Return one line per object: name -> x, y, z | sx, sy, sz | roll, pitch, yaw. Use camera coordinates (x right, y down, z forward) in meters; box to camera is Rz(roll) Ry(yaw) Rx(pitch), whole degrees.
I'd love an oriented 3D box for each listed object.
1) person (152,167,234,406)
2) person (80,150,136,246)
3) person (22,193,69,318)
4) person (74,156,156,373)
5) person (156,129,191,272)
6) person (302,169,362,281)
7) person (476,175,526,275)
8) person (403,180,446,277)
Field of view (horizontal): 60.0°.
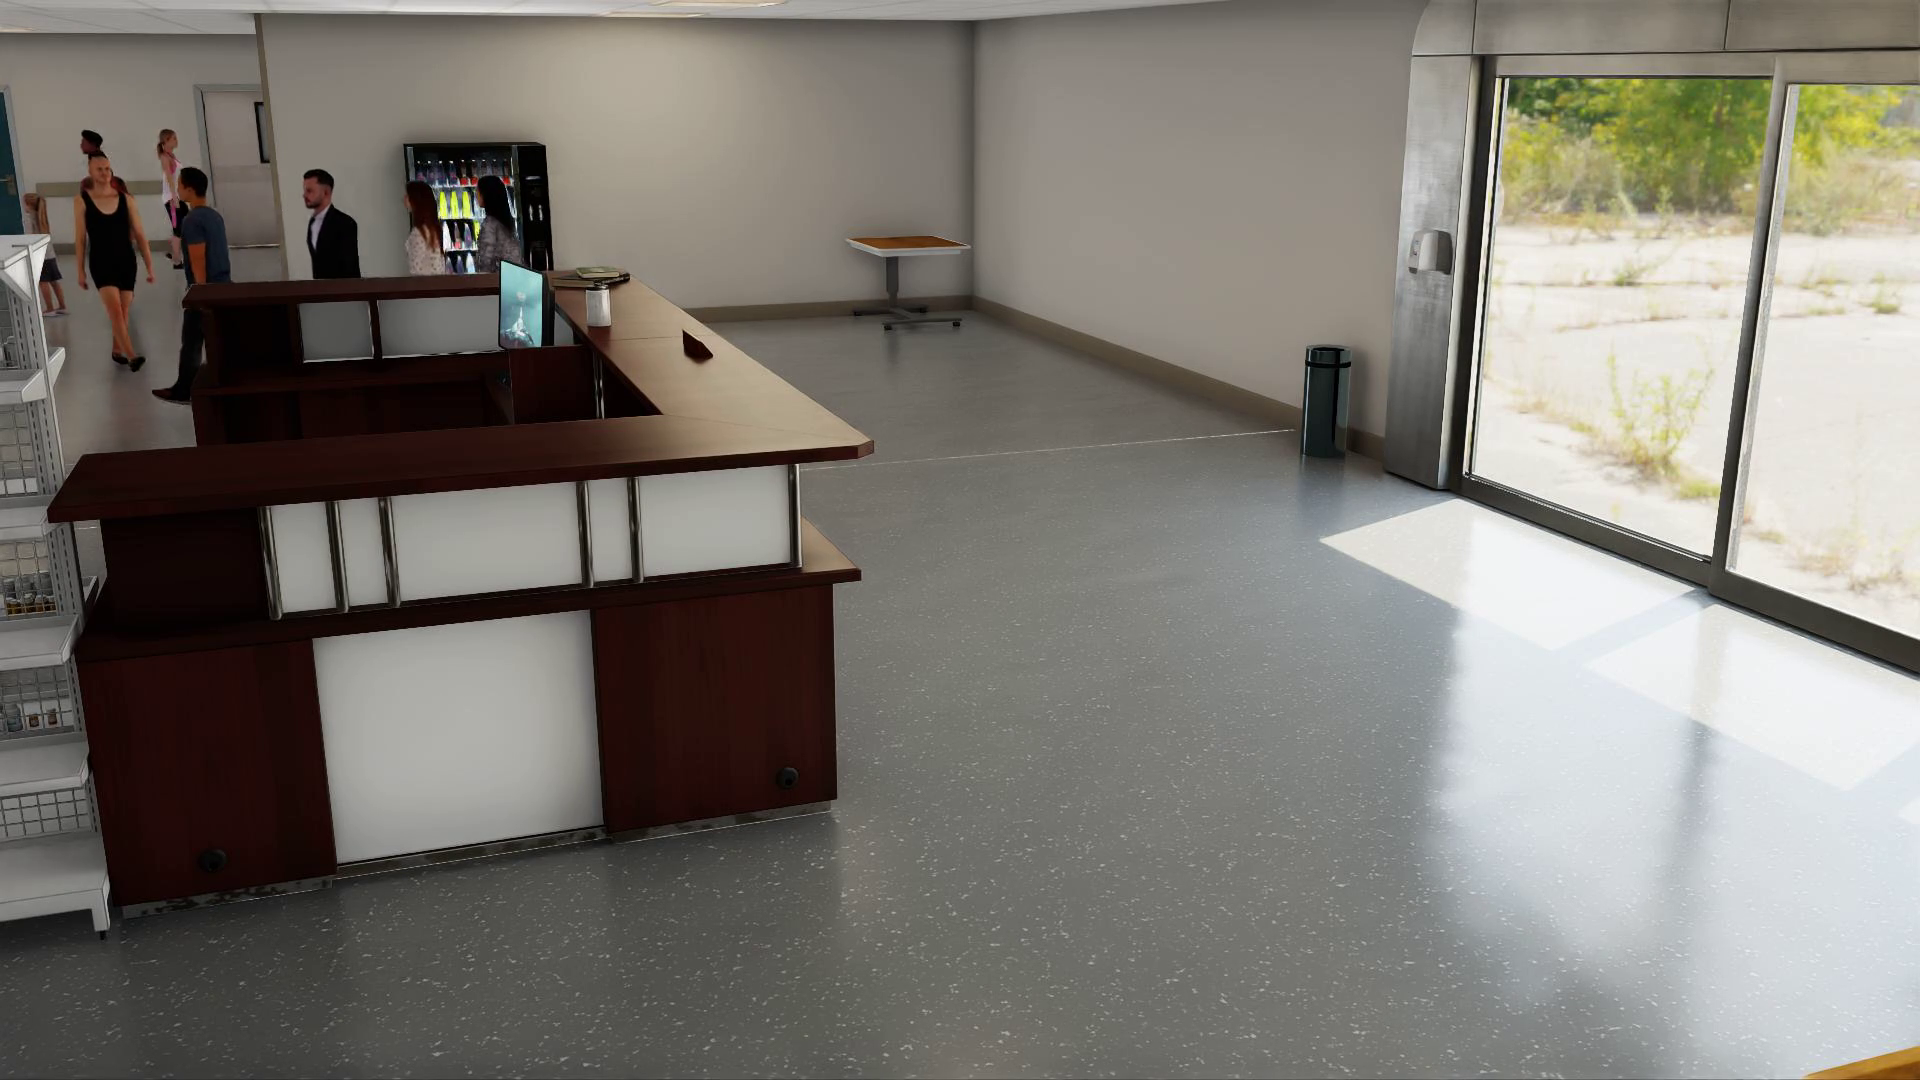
person -> -5.521, -1.852, 12.467 | 1.236, 1.765, 0.972 | 1, 16, 2
person -> -8.967, -3.216, 17.531 | 1.071, 1.643, 0.813 | -8, 18, -28
person -> -9.571, -2.976, 17.352 | 0.632, 1.271, 0.595 | 2, 16, 7
person -> -7.167, -2.291, 14.040 | 1.218, 1.756, 1.072 | -15, 22, -42
person -> -10.090, -4.308, 21.160 | 0.656, 1.774, 0.658 | -4, 16, -13
person -> -4.336, -1.691, 11.806 | 0.979, 1.814, 1.168 | 14, 21, 40
person -> -3.416, -1.916, 12.779 | 0.736, 1.719, 0.735 | 1, 16, 5
person -> -3.878, -1.784, 12.325 | 0.810, 1.712, 0.730 | 2, 16, 8
